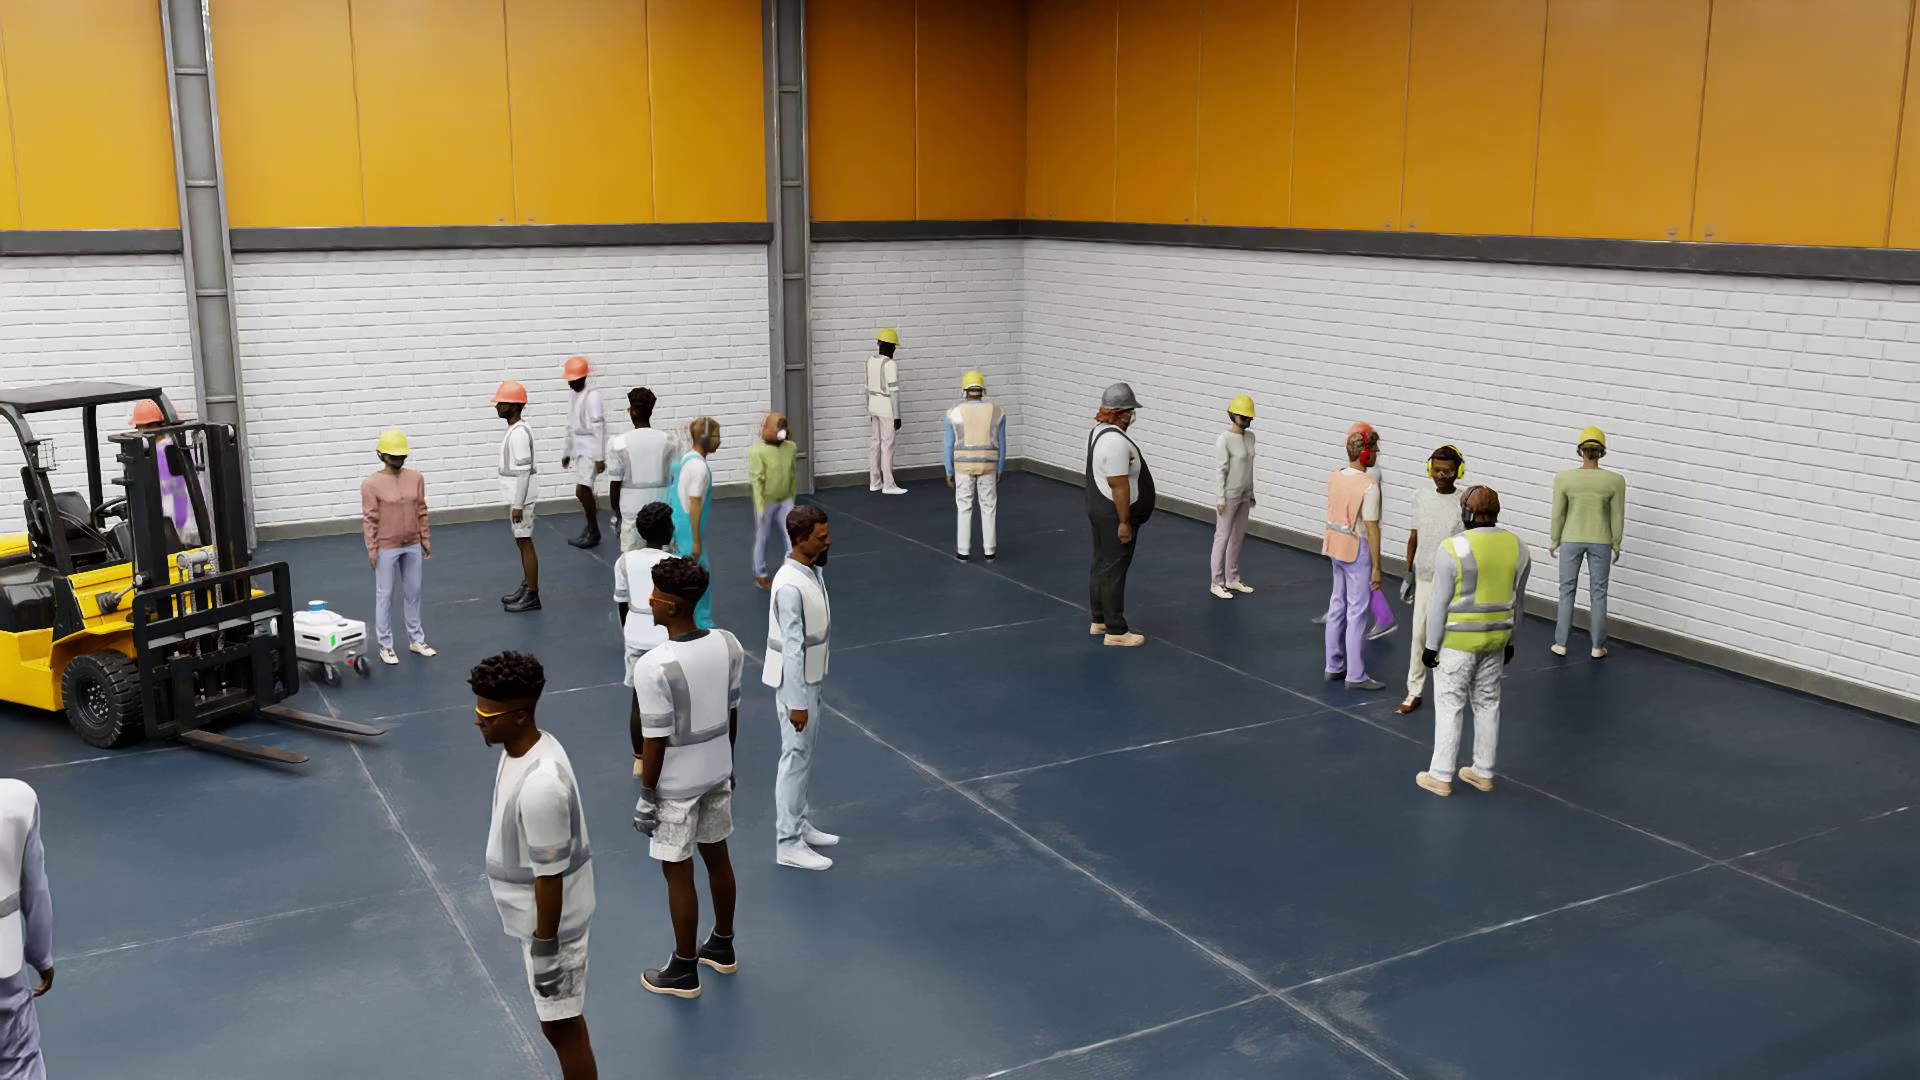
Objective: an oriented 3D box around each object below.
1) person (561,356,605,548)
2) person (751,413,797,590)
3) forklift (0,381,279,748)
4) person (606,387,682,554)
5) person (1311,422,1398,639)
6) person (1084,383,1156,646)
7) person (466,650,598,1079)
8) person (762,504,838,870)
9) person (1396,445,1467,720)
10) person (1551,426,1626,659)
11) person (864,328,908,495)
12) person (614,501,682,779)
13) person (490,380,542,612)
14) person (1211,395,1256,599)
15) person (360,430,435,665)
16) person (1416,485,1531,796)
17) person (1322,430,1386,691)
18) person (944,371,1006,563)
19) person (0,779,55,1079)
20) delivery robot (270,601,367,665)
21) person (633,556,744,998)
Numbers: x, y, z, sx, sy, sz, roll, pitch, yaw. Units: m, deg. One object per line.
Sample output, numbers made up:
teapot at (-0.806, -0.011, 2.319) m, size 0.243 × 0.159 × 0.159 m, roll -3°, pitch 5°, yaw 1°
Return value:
person at (-3.689, -0.845, 16.214) m, size 0.422 × 1.912 × 0.653 m, roll -8°, pitch 15°, yaw -34°
person at (-1.560, -0.306, 14.443) m, size 0.519 × 1.584 × 0.850 m, roll -10°, pitch 16°, yaw -40°
forklift at (-5.853, 0.085, 11.199) m, size 2.313 × 2.155 × 1.214 m, roll 7°, pitch 14°, yaw 28°
person at (-2.503, -0.244, 13.282) m, size 0.607 × 1.966 × 0.367 m, roll -4°, pitch 13°, yaw -18°
person at (3.178, -0.101, 13.209) m, size 0.562 × 1.720 × 0.651 m, roll 0°, pitch 12°, yaw 0°
person at (1.251, -0.213, 12.959) m, size 0.536 × 2.000 × 0.672 m, roll -2°, pitch 12°, yaw -11°
person at (-1.505, 1.333, 5.943) m, size 0.400 × 1.953 × 0.616 m, roll -4°, pitch 13°, yaw -19°
person at (-0.843, 0.754, 8.719) m, size 0.371 × 1.916 × 0.597 m, roll 0°, pitch 12°, yaw 2°
person at (3.189, 0.282, 11.079) m, size 0.519 × 1.860 × 0.323 m, roll 9°, pitch 15°, yaw 38°
person at (4.707, 0.024, 12.514) m, size 0.522 × 1.762 × 0.320 m, roll 4°, pitch 13°, yaw 19°
person at (-0.861, -1.484, 19.209) m, size 0.382 × 1.917 × 0.585 m, roll -9°, pitch 15°, yaw -36°
person at (-1.802, 0.609, 9.908) m, size 0.537 × 1.698 × 0.321 m, roll 6°, pitch 13°, yaw 25°
person at (-3.708, -0.368, 13.918) m, size 0.348 × 1.942 × 0.548 m, roll -4°, pitch 13°, yaw -17°
person at (2.399, -0.379, 14.390) m, size 0.324 × 1.765 × 0.533 m, roll 11°, pitch 16°, yaw 42°
person at (-4.185, 0.047, 12.413) m, size 0.333 × 1.761 × 0.526 m, roll 10°, pitch 15°, yaw 38°
person at (2.990, 0.588, 9.715) m, size 0.636 × 1.830 × 0.429 m, roll -4°, pitch 13°, yaw -20°
person at (2.776, 0.143, 11.749) m, size 0.389 × 1.846 × 0.567 m, roll -5°, pitch 13°, yaw -21°
person at (0.137, -0.683, 15.715) m, size 0.586 × 1.816 × 0.421 m, roll -1°, pitch 12°, yaw -5°
person at (-3.299, 1.448, 5.490) m, size 0.596 × 1.913 × 0.388 m, roll -11°, pitch 16°, yaw -42°
delivery robot at (-4.644, 0.683, 12.046) m, size 0.707 × 0.478 × 0.477 m, roll 7°, pitch 14°, yaw 29°
person at (-1.200, 1.029, 7.312) m, size 0.361 × 1.965 × 0.612 m, roll 8°, pitch 14°, yaw 31°
